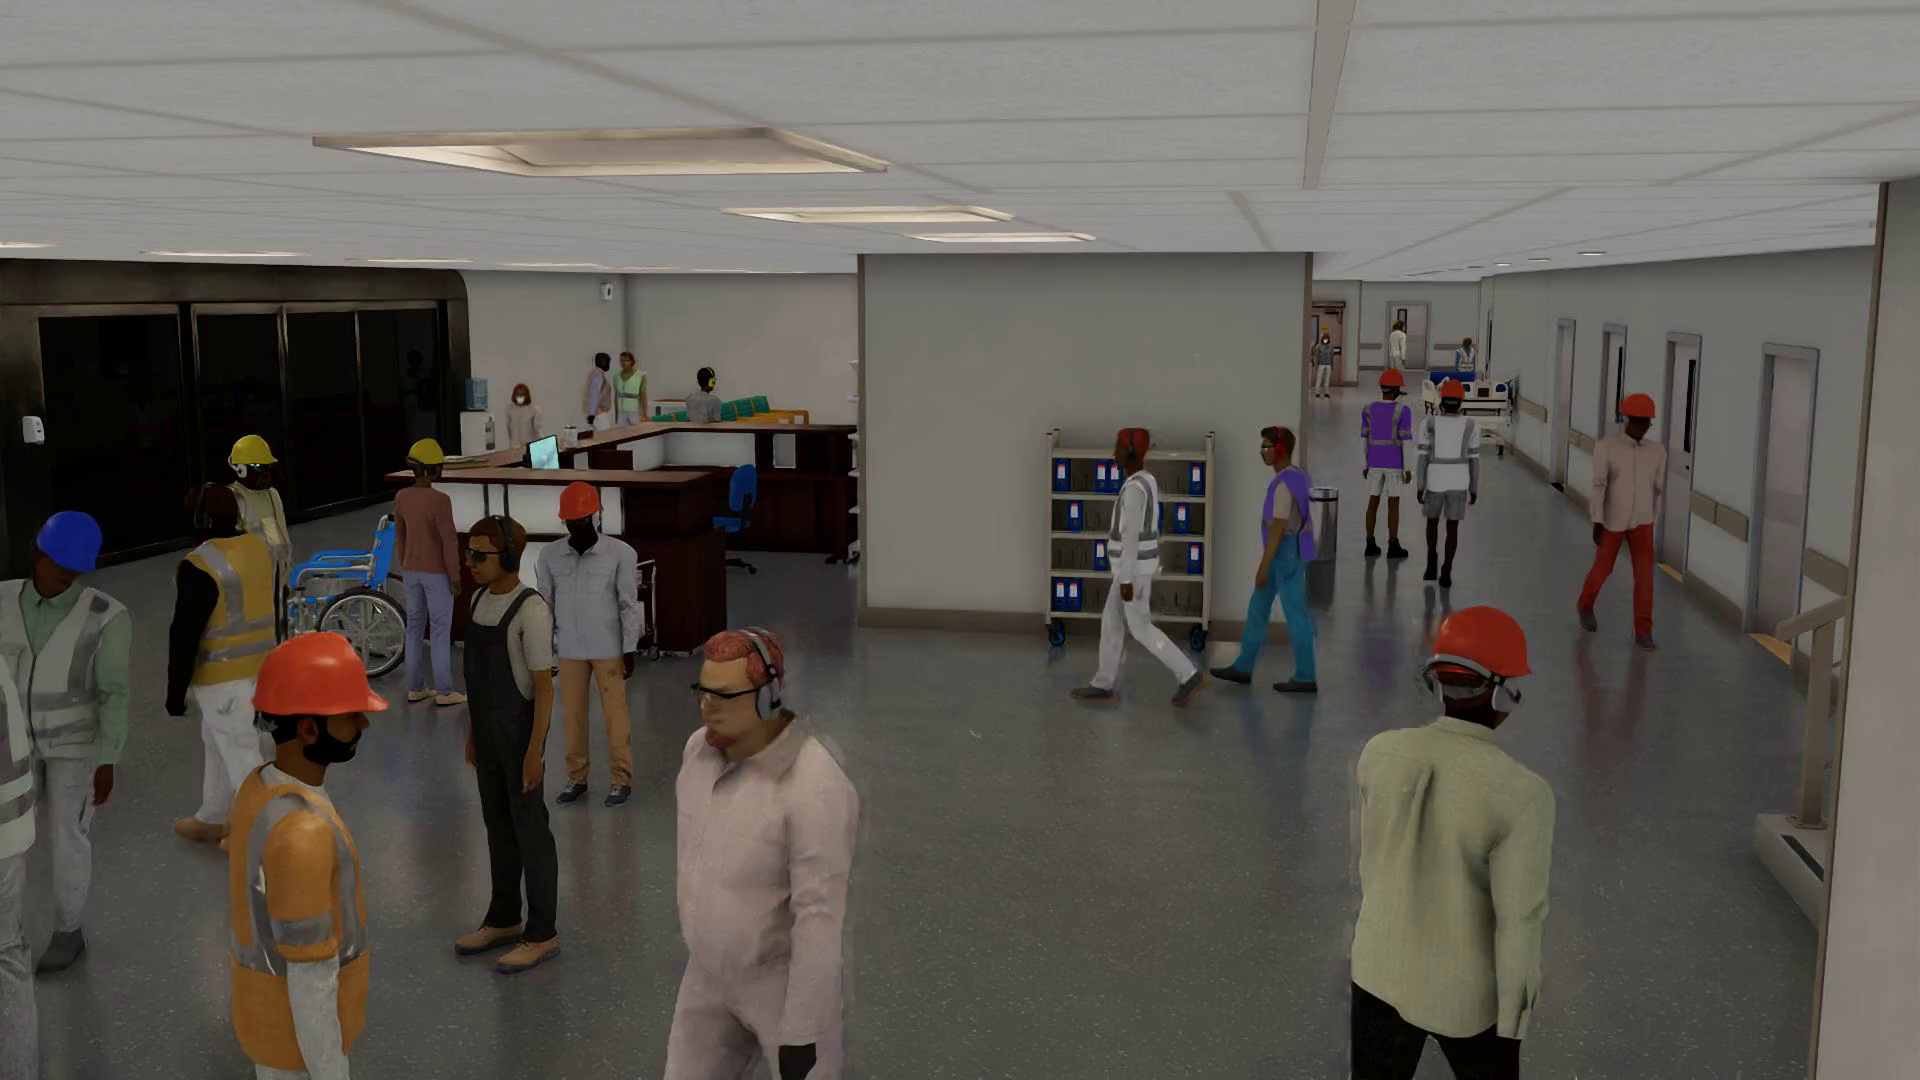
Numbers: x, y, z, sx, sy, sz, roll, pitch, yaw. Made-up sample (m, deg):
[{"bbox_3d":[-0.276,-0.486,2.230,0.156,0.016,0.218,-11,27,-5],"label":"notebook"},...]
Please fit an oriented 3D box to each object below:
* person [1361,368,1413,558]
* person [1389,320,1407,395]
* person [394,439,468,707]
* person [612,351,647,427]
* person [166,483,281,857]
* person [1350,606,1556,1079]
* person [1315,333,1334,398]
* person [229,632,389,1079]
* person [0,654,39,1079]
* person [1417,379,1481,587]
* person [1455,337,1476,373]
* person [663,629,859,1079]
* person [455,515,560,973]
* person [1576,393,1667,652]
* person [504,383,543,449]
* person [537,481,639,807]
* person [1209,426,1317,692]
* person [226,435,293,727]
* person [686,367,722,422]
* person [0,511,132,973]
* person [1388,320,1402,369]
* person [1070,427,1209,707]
[{"bbox_3d":[4.373,-0.783,17.014,0.552,1.937,0.356,7,11,40],"label":"person"},{"bbox_3d":[11.385,-4.736,43.245,0.376,1.940,0.629,-3,9,-20],"label":"person"},{"bbox_3d":[-3.490,0.215,10.968,0.522,1.768,0.311,5,10,29],"label":"person"},{"bbox_3d":[-4.908,-1.921,24.953,0.567,1.827,0.697,3,9,21],"label":"person"},{"bbox_3d":[-3.650,0.632,8.008,0.756,1.819,0.654,1,9,8],"label":"person"},{"bbox_3d":[1.231,1.144,4.298,1.020,1.931,0.608,-8,12,-42],"label":"person"},{"bbox_3d":[9.236,-4.413,42.113,0.507,1.631,0.281,-2,9,-12],"label":"person"},{"bbox_3d":[-1.563,1.175,4.068,0.389,1.928,0.546,-5,10,-29],"label":"person"},{"bbox_3d":[-3.200,0.968,5.363,0.402,1.949,0.605,-5,10,-28],"label":"person"},{"bbox_3d":[4.506,-0.524,15.351,0.552,1.917,0.411,3,9,18],"label":"person"},{"bbox_3d":[12.017,-4.023,39.610,0.526,1.608,0.780,0,9,-2],"label":"person"},{"bbox_3d":[-0.586,1.164,4.311,0.671,1.869,0.853,8,12,43],"label":"person"},{"bbox_3d":[-1.838,0.812,6.737,0.507,1.846,0.345,7,11,40],"label":"person"},{"bbox_3d":[5.148,-0.175,12.939,0.612,1.966,0.965,0,9,-1],"label":"person"},{"bbox_3d":[-5.500,-1.210,21.091,0.503,1.560,0.928,0,9,1],"label":"person"},{"bbox_3d":[-1.973,0.553,8.809,0.557,1.744,0.358,1,9,7],"label":"person"},{"bbox_3d":[2.063,0.137,11.303,0.841,1.811,0.603,2,9,11],"label":"person"},{"bbox_3d":[-4.429,0.250,10.510,0.404,1.832,0.596,1,9,6],"label":"person"},{"bbox_3d":[-2.920,-1.045,19.049,0.503,1.859,0.329,4,10,27],"label":"person"},{"bbox_3d":[-3.592,0.817,6.556,0.678,1.885,0.576,-1,9,-8],"label":"person"},{"bbox_3d":[14.304,-6.350,54.601,0.483,1.745,0.299,-3,9,-17],"label":"person"},{"bbox_3d":[1.196,0.183,10.904,0.881,1.857,0.579,2,9,12],"label":"person"}]
